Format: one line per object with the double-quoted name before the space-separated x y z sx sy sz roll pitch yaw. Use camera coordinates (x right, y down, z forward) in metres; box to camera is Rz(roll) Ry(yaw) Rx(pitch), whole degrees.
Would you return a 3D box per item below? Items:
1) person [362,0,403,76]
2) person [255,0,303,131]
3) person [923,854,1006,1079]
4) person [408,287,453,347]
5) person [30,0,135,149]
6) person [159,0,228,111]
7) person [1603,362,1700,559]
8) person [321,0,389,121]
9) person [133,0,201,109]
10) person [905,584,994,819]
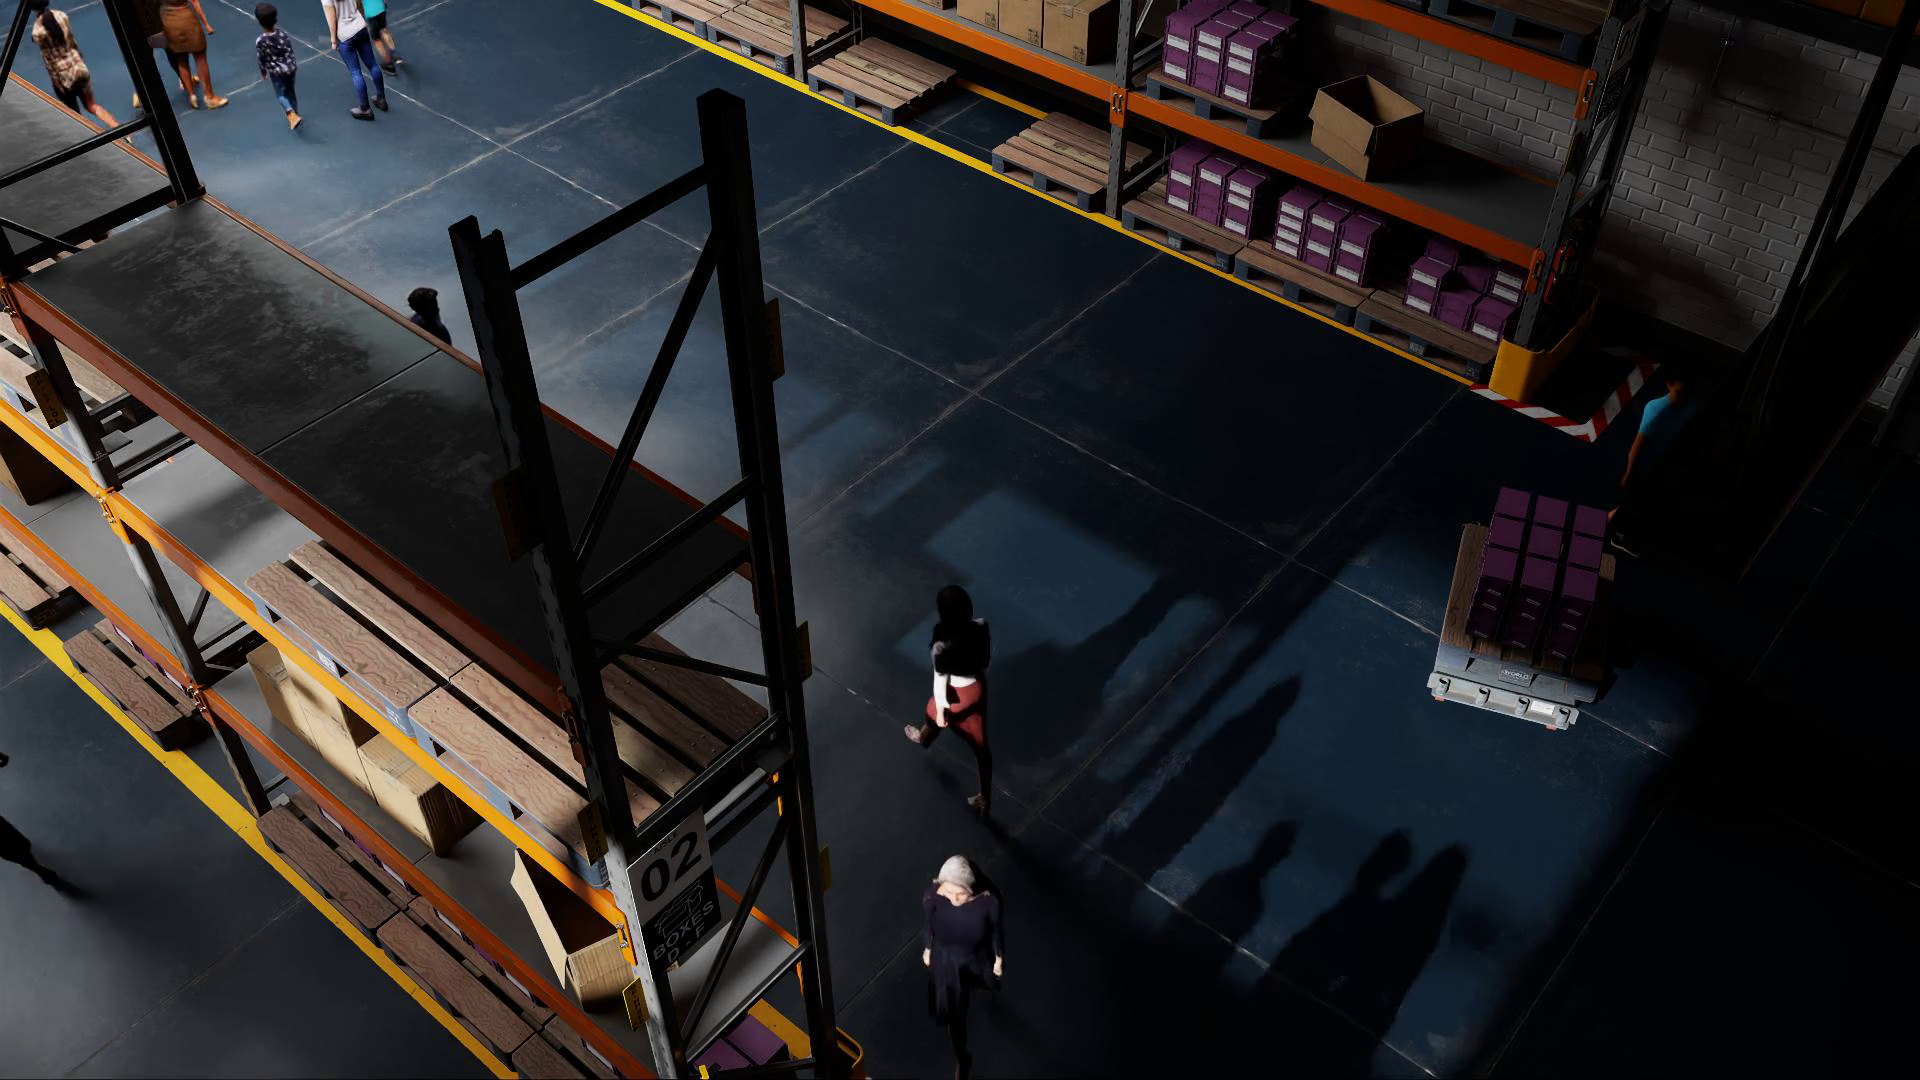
"person" -5.949 -5.396 16.892 0.562 1.430 0.576 27 50 25
"person" -6.586 -4.580 16.175 0.572 1.237 0.729 -33 53 -30
"person" 0.018 2.131 8.785 1.106 1.715 1.106 0 44 0
"person" -4.051 -1.428 12.879 0.642 1.220 0.585 -2 44 -3
"person" -8.201 -4.273 15.463 1.024 1.775 0.762 16 46 16
"person" -7.651 -5.045 16.343 0.651 1.678 0.779 7 44 7
"person" 4.735 -0.574 11.588 0.736 1.764 0.740 -31 52 -29
"person" -5.921 -4.911 16.199 0.568 1.684 0.631 23 48 22
"person" -8.062 -5.052 16.328 1.151 1.710 1.076 7 44 8
"person" 0.058 1.017 9.959 0.779 1.707 1.117 -29 51 -27
